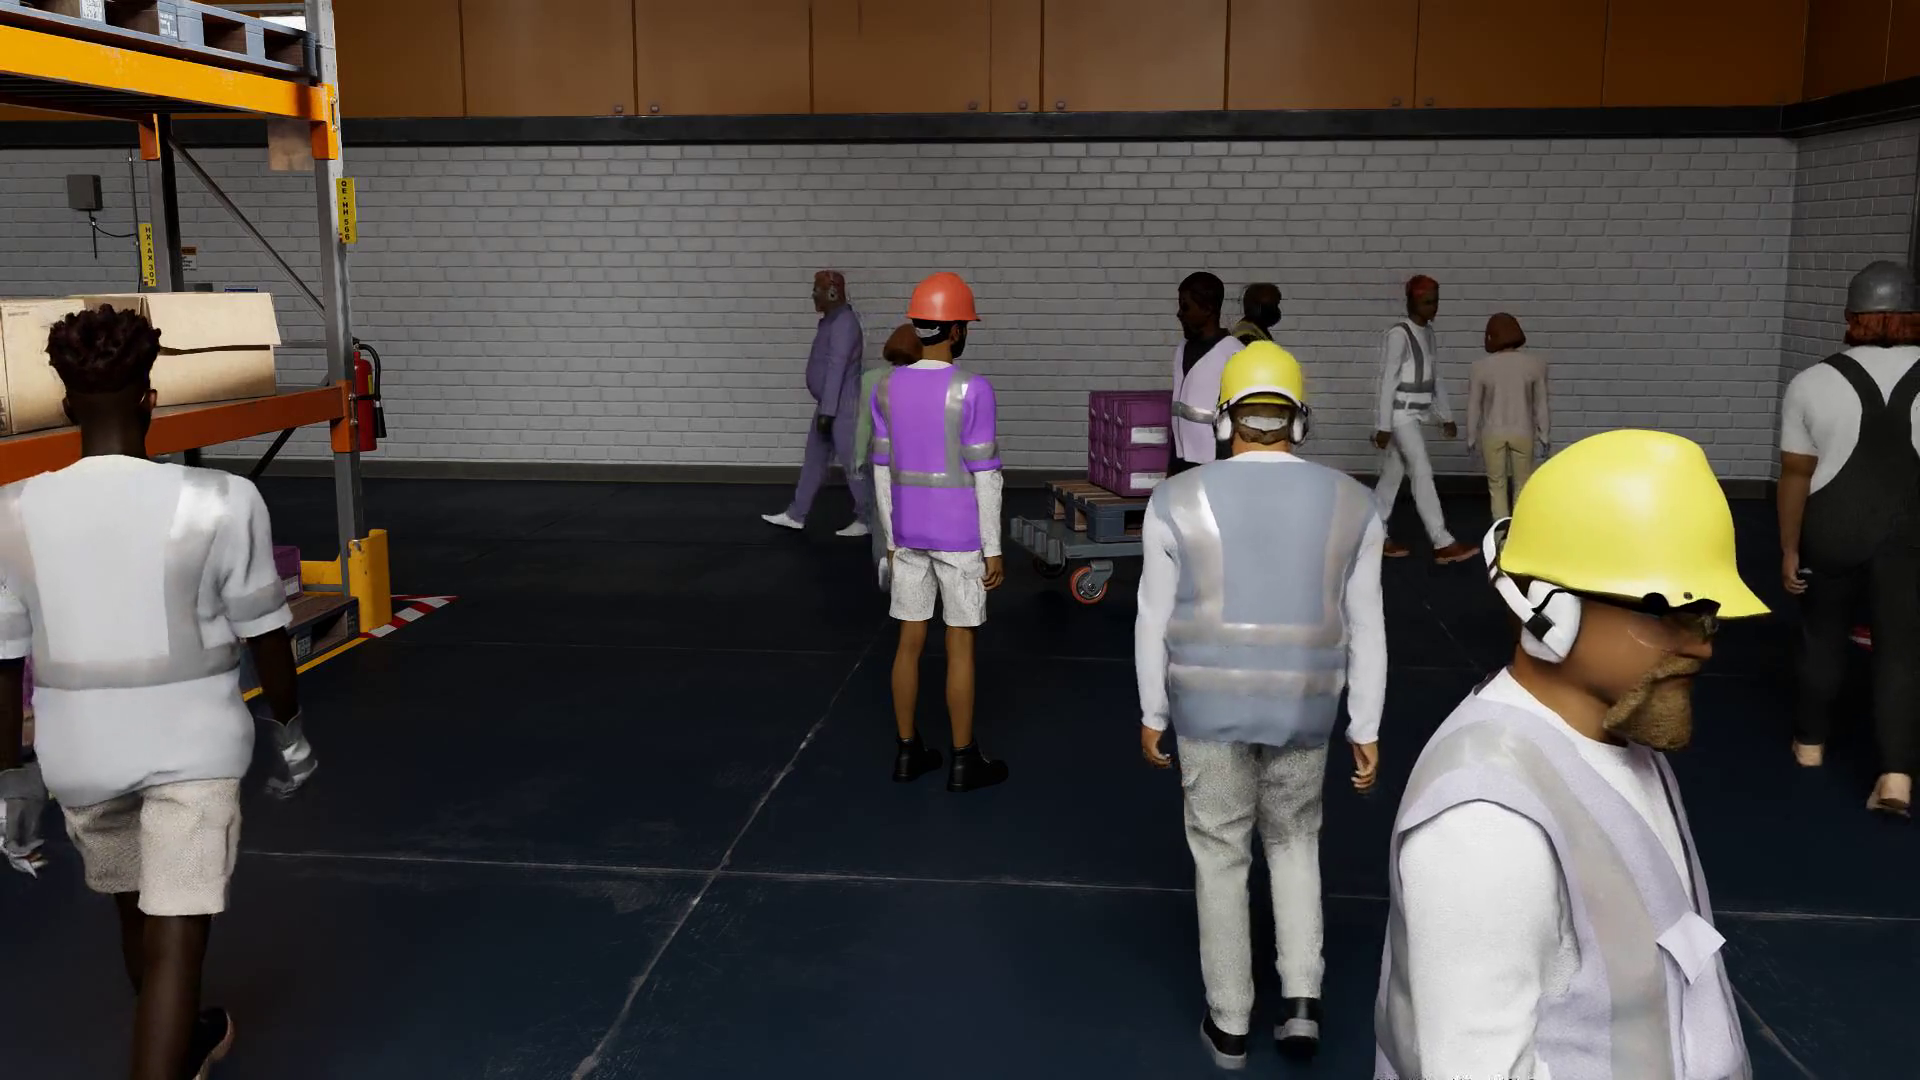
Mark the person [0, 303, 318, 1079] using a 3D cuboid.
[{"bbox_3d":[-1.763,0.454,3.601,0.607,1.918,1.023,-1,10,-5],"label":"person"}]

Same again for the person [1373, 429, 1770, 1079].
[{"bbox_3d":[0.695,0.778,1.959,0.403,1.828,0.597,6,11,30],"label":"person"}]

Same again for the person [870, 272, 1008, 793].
[{"bbox_3d":[-0.067,-0.022,6.235,0.545,1.938,0.355,6,12,32],"label":"person"}]

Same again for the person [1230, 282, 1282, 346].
[{"bbox_3d":[1.815,-0.758,10.784,0.643,1.821,0.658,3,10,16],"label":"person"}]

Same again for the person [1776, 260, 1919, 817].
[{"bbox_3d":[3.364,-0.053,6.114,0.685,2.000,1.002,4,11,23],"label":"person"}]

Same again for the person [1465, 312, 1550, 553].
[{"bbox_3d":[3.540,-0.661,10.779,0.529,1.614,0.373,2,10,11],"label":"person"}]

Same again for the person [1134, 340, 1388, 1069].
[{"bbox_3d":[0.730,0.413,4.132,0.596,1.807,0.447,0,10,-3],"label":"person"}]

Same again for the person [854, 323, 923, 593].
[{"bbox_3d":[-0.348,-0.449,9.654,0.535,1.605,0.509,-2,10,-9],"label":"person"}]

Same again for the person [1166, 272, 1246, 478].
[{"bbox_3d":[1.221,-0.356,8.215,0.393,1.915,0.587,-4,11,-22],"label":"person"}]

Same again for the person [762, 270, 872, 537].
[{"bbox_3d":[-0.988,-0.940,11.692,0.858,1.872,0.664,-2,10,-12],"label":"person"}]

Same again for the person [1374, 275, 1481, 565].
[{"bbox_3d":[3.027,-0.767,10.726,0.877,1.853,0.607,6,11,30],"label":"person"}]
